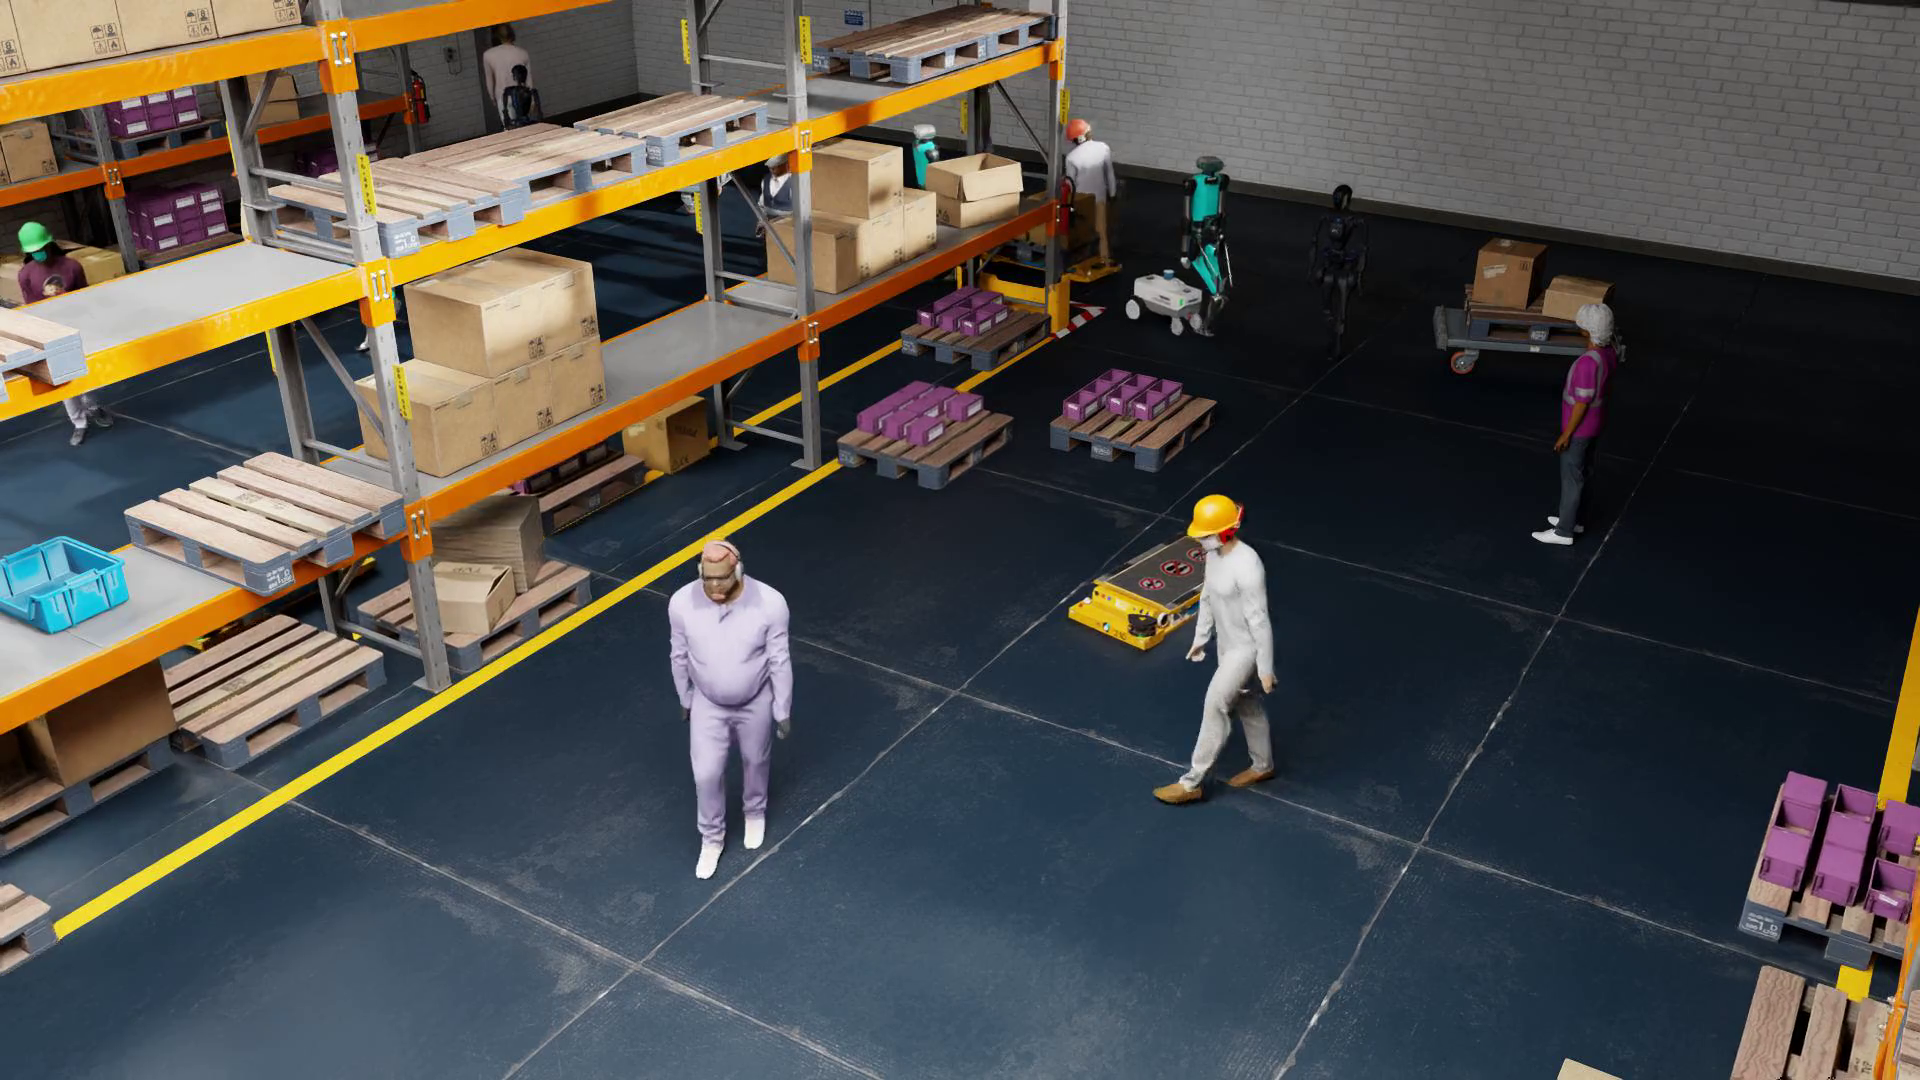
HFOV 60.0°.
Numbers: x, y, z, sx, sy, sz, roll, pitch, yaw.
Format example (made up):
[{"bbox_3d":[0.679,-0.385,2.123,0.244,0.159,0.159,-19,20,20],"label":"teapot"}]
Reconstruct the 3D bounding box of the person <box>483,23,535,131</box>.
[{"bbox_3d":[-5.881,-5.820,21.872,0.630,1.898,0.933,-5,27,-10],"label":"person"}]

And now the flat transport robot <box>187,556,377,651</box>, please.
[{"bbox_3d":[-4.859,0.315,11.577,0.659,0.231,1.431,16,31,28],"label":"flat transport robot"}]

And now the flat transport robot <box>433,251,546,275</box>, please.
[{"bbox_3d":[-4.954,-2.777,17.670,1.431,0.231,0.659,-20,33,-34],"label":"flat transport robot"}]

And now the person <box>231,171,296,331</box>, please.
[{"bbox_3d":[-6.795,-2.858,16.182,0.568,1.755,0.319,24,36,39],"label":"person"}]

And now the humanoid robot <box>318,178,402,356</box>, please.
[{"bbox_3d":[-5.582,-2.611,15.620,0.530,1.711,0.704,23,35,37],"label":"humanoid robot"}]

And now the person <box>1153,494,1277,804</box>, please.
[{"bbox_3d":[1.447,0.626,9.239,0.890,1.833,0.617,-5,27,-10],"label":"person"}]

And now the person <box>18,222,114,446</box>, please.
[{"bbox_3d":[-7.419,-1.740,13.808,0.525,1.917,0.565,-14,30,-25],"label":"person"}]

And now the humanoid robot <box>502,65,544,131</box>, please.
[{"bbox_3d":[-5.412,-5.063,20.676,0.590,1.619,0.739,8,28,15],"label":"humanoid robot"}]

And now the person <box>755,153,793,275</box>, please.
[{"bbox_3d":[-1.786,-3.025,16.523,0.780,1.739,0.565,16,31,28],"label":"person"}]

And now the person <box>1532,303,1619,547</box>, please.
[{"bbox_3d":[4.514,-0.842,12.112,0.336,1.848,0.512,21,34,35],"label":"person"}]

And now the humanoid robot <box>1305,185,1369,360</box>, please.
[{"bbox_3d":[3.529,-2.517,15.609,0.610,1.642,0.561,16,31,29],"label":"humanoid robot"}]

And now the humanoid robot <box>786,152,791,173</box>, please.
[{"bbox_3d":[-1.837,-4.001,18.558,0.759,1.624,0.590,-11,29,-21],"label":"humanoid robot"}]

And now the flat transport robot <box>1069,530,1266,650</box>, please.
[{"bbox_3d":[1.461,0.324,11.560,0.659,0.231,1.431,23,35,37],"label":"flat transport robot"}]

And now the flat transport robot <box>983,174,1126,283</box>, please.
[{"bbox_3d":[1.022,-3.123,18.353,1.431,0.231,0.659,20,33,34],"label":"flat transport robot"}]

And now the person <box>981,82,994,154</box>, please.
[{"bbox_3d":[0.193,-4.997,20.553,0.695,1.608,0.492,12,29,23],"label":"person"}]

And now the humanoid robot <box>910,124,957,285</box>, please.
[{"bbox_3d":[-0.111,-3.502,17.502,0.815,1.774,0.532,-11,29,-21],"label":"humanoid robot"}]

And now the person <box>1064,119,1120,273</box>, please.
[{"bbox_3d":[1.423,-3.687,17.880,0.712,1.706,0.340,-13,30,-24],"label":"person"}]

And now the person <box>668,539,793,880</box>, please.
[{"bbox_3d":[-1.187,0.891,8.665,0.646,1.885,0.732,-1,27,-2],"label":"person"}]

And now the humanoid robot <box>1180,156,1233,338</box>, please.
[{"bbox_3d":[2.456,-2.734,16.006,0.545,1.833,0.684,-17,32,-30],"label":"humanoid robot"}]

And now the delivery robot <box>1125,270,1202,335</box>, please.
[{"bbox_3d":[2.058,-2.398,16.626,0.499,0.611,0.814,-20,33,-34],"label":"delivery robot"}]
